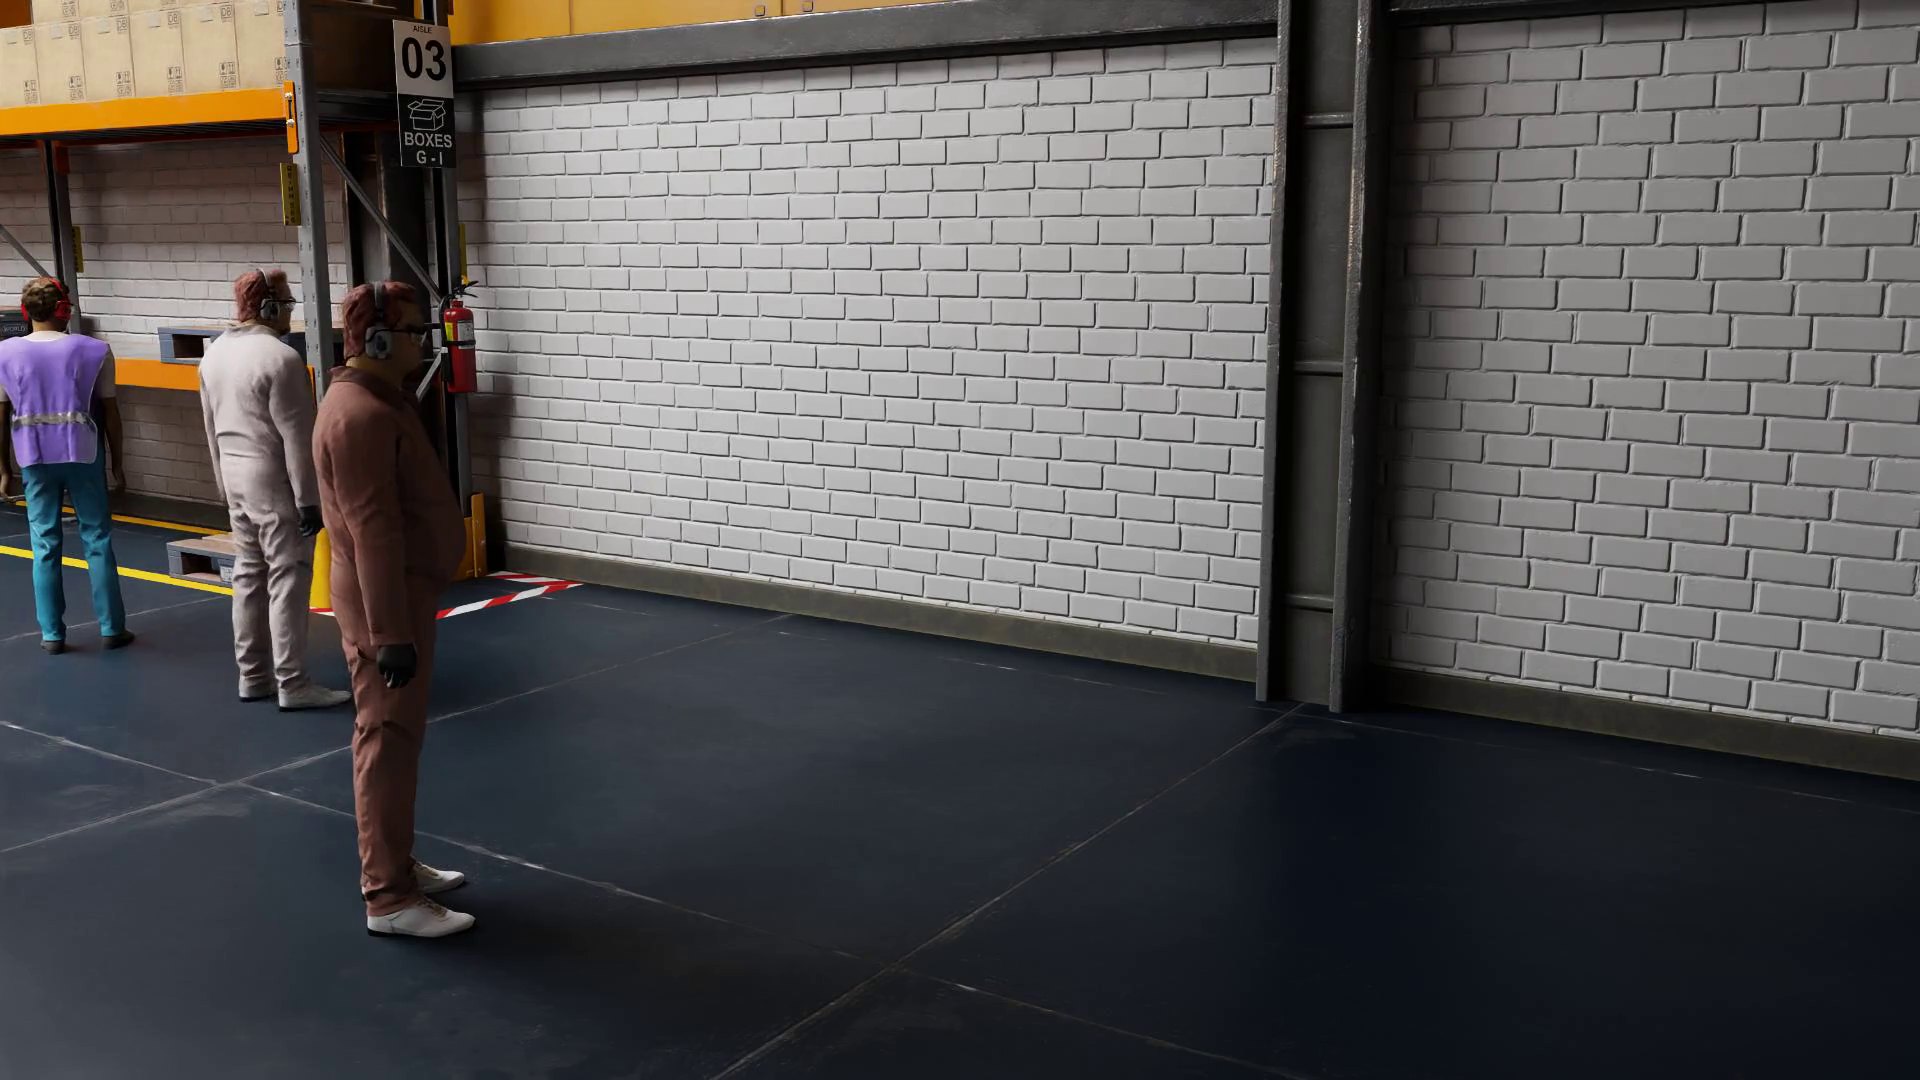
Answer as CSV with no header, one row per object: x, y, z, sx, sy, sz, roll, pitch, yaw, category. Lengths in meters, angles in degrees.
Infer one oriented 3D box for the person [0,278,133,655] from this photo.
-4.395,-0.350,8.130,0.564,1.839,0.396,-4,11,-21,person

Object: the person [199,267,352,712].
-2.961,-0.217,7.204,0.651,1.906,0.403,7,13,35,person

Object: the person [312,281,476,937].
-1.651,0.201,4.891,0.407,1.905,0.655,-4,11,-19,person
